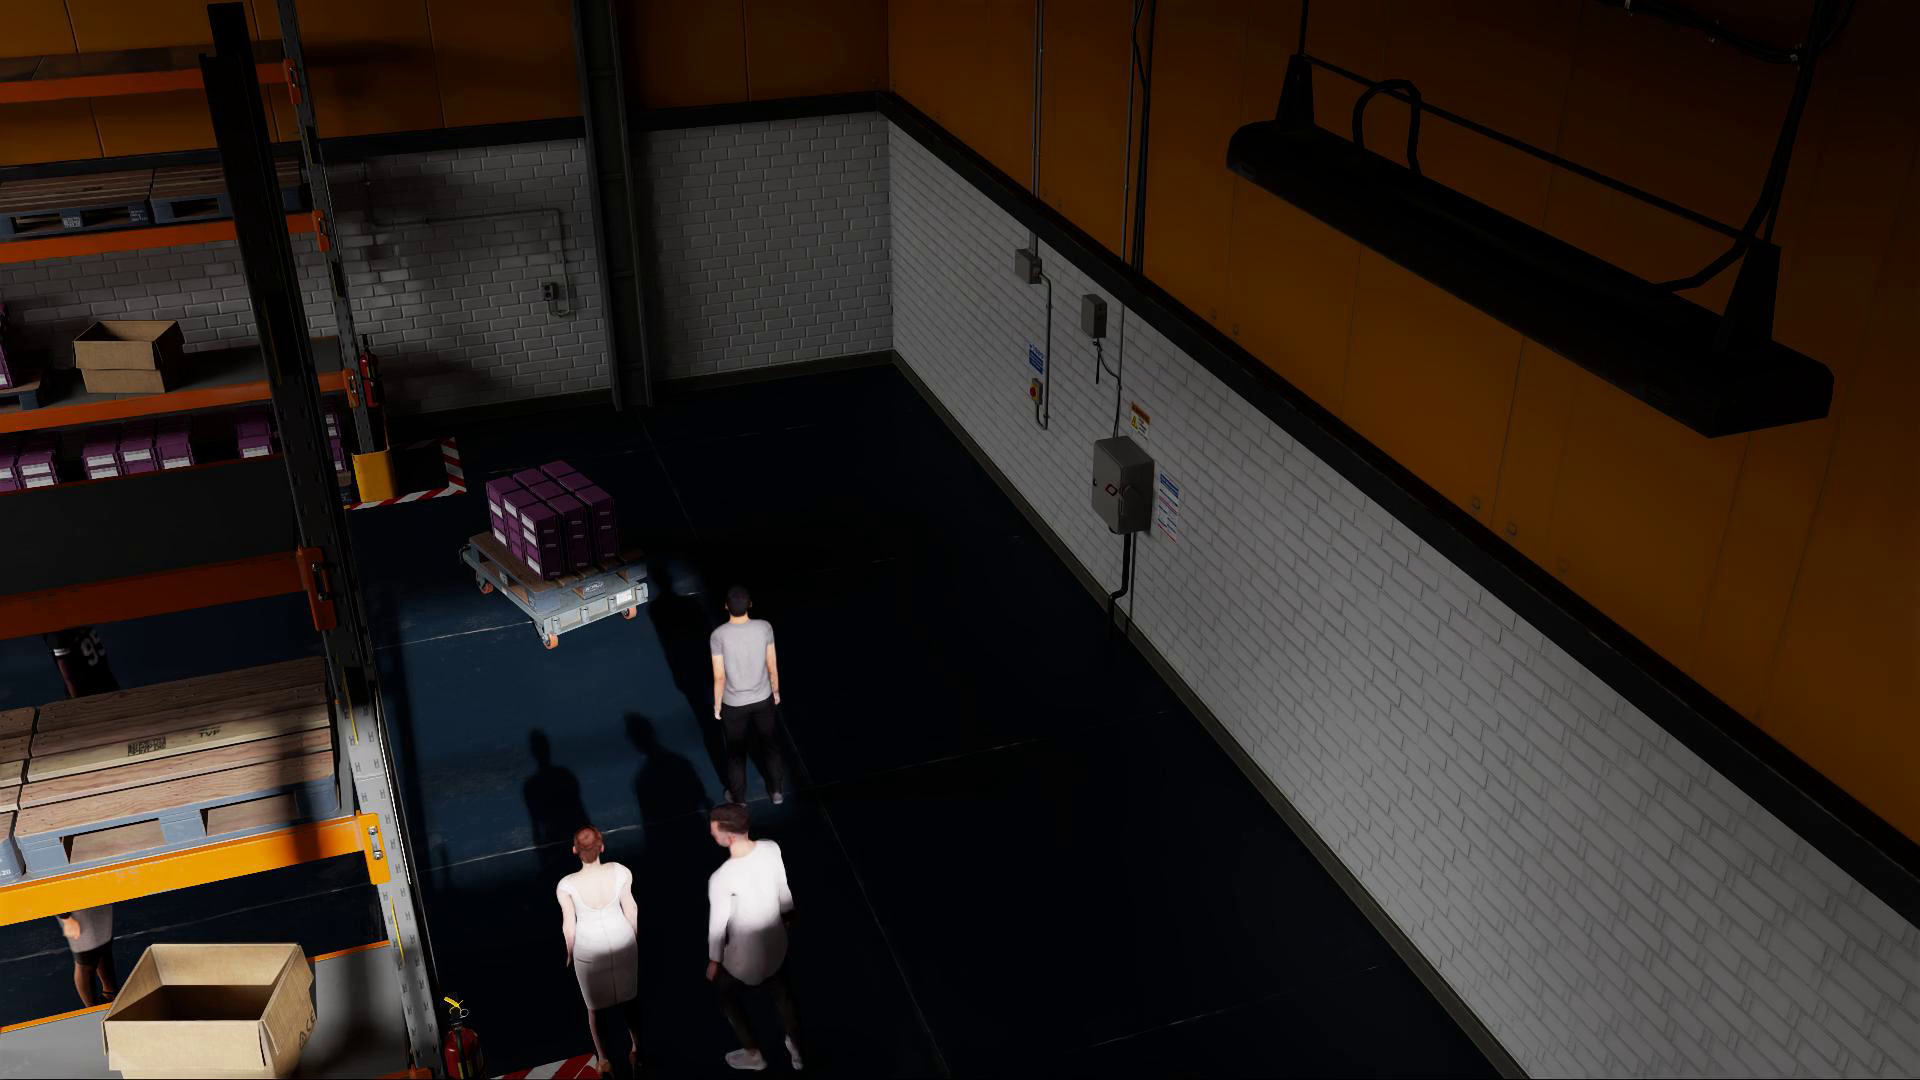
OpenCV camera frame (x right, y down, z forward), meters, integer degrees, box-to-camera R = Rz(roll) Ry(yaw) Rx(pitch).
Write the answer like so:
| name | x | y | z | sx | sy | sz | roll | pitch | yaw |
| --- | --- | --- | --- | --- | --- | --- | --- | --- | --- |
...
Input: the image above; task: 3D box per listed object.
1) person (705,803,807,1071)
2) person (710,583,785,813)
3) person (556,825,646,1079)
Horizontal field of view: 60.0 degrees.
| name | x | y | z | sx | sy | sz | roll | pitch | yaw |
| --- | --- | --- | --- | --- | --- | --- | --- | --- | --- |
| person | -1.103 | 2.248 | 9.132 | 0.850 | 1.801 | 0.987 | -23 | 36 | -36 |
| person | -1.457 | 1.071 | 11.339 | 0.478 | 1.754 | 0.691 | -12 | 31 | -21 |
| person | -1.949 | 2.265 | 9.110 | 0.411 | 1.793 | 0.634 | -11 | 30 | -19 |
